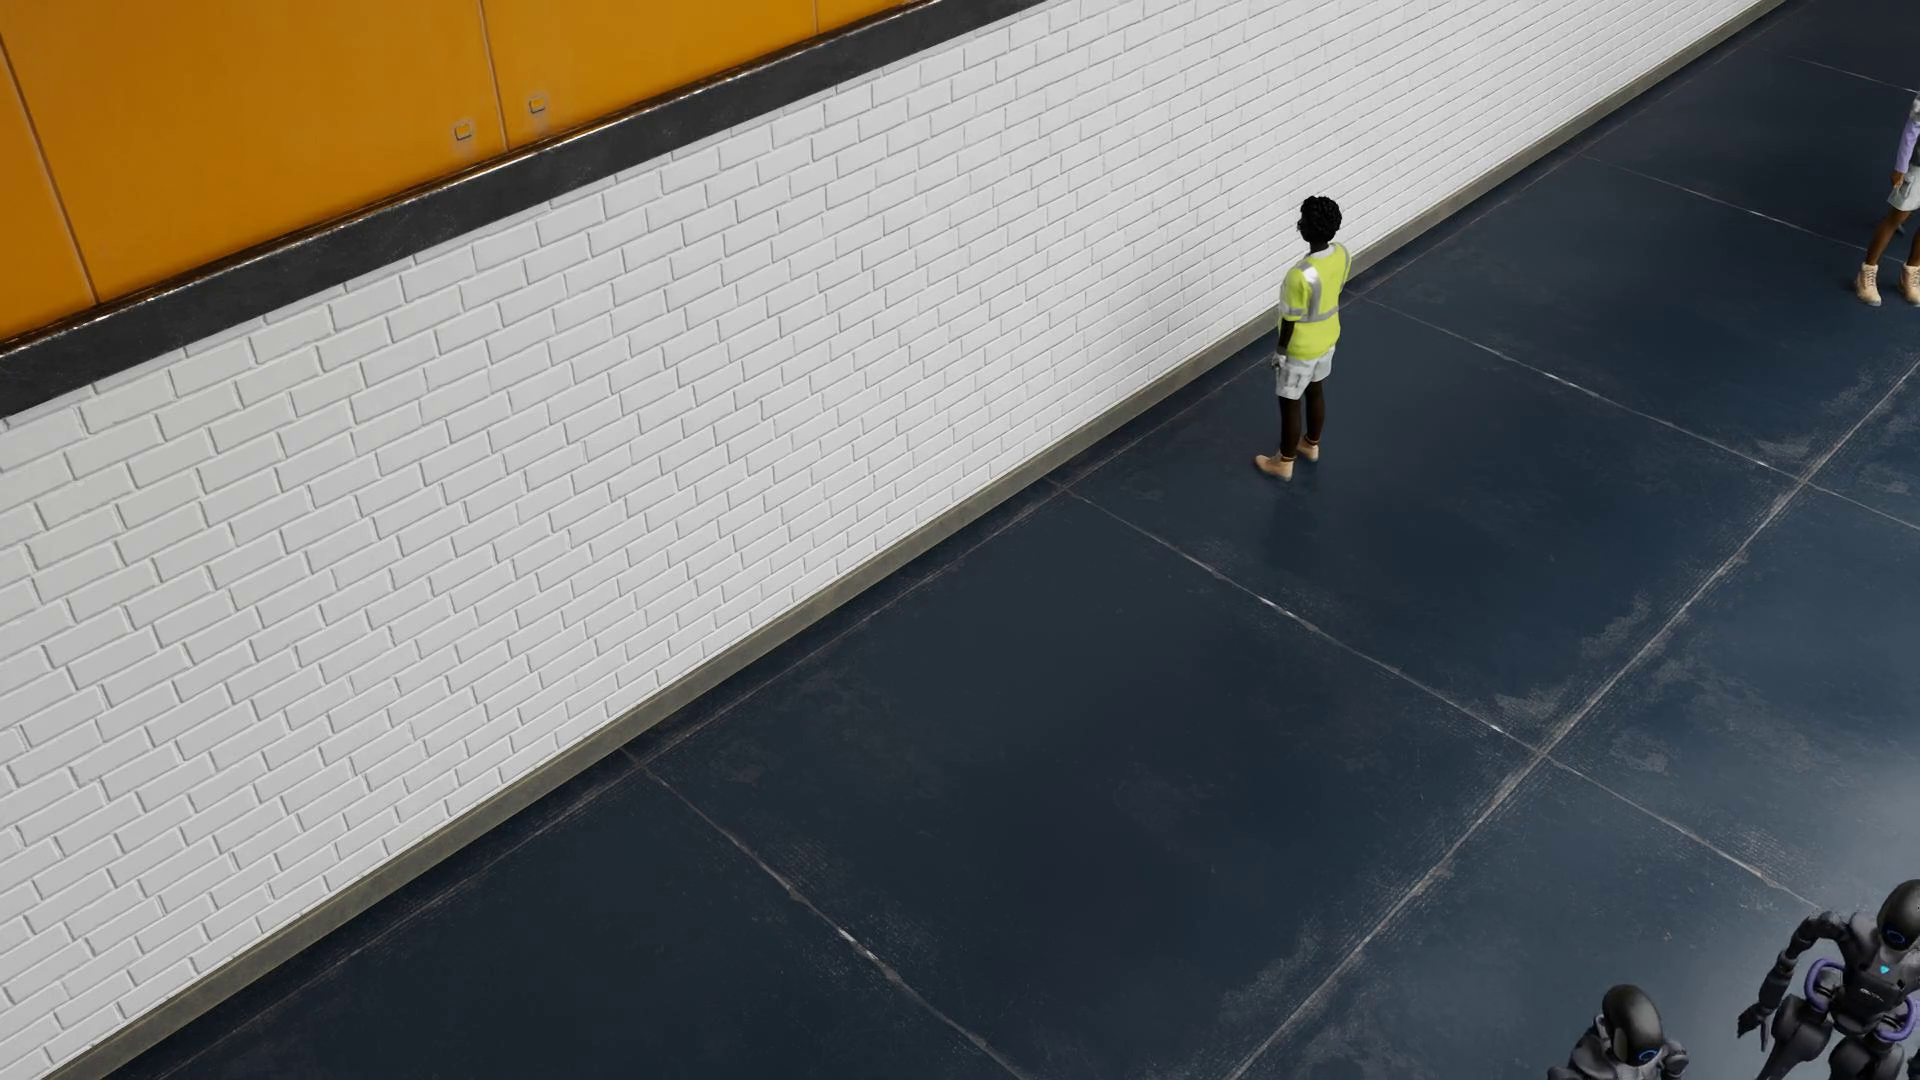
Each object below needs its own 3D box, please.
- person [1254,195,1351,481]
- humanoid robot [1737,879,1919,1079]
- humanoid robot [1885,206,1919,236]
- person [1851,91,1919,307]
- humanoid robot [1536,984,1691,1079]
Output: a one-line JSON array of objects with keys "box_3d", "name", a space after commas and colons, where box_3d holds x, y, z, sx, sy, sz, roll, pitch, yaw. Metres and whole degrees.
[{"box_3d": [1.905, -1.105, 9.163, 0.322, 1.688, 0.528, 28, 46, 30], "name": "person"}, {"box_3d": [3.042, 1.689, 5.722, 0.611, 1.634, 0.636, 23, 44, 26], "name": "humanoid robot"}, {"box_3d": [6.910, -2.713, 11.238, 0.774, 1.651, 0.600, 15, 41, 18], "name": "humanoid robot"}, {"box_3d": [6.228, -2.399, 10.514, 0.601, 2.035, 0.412, 0, 39, 0], "name": "person"}, {"box_3d": [1.990, 1.921, 5.400, 0.603, 1.641, 0.550, -9, 40, -11], "name": "humanoid robot"}]
